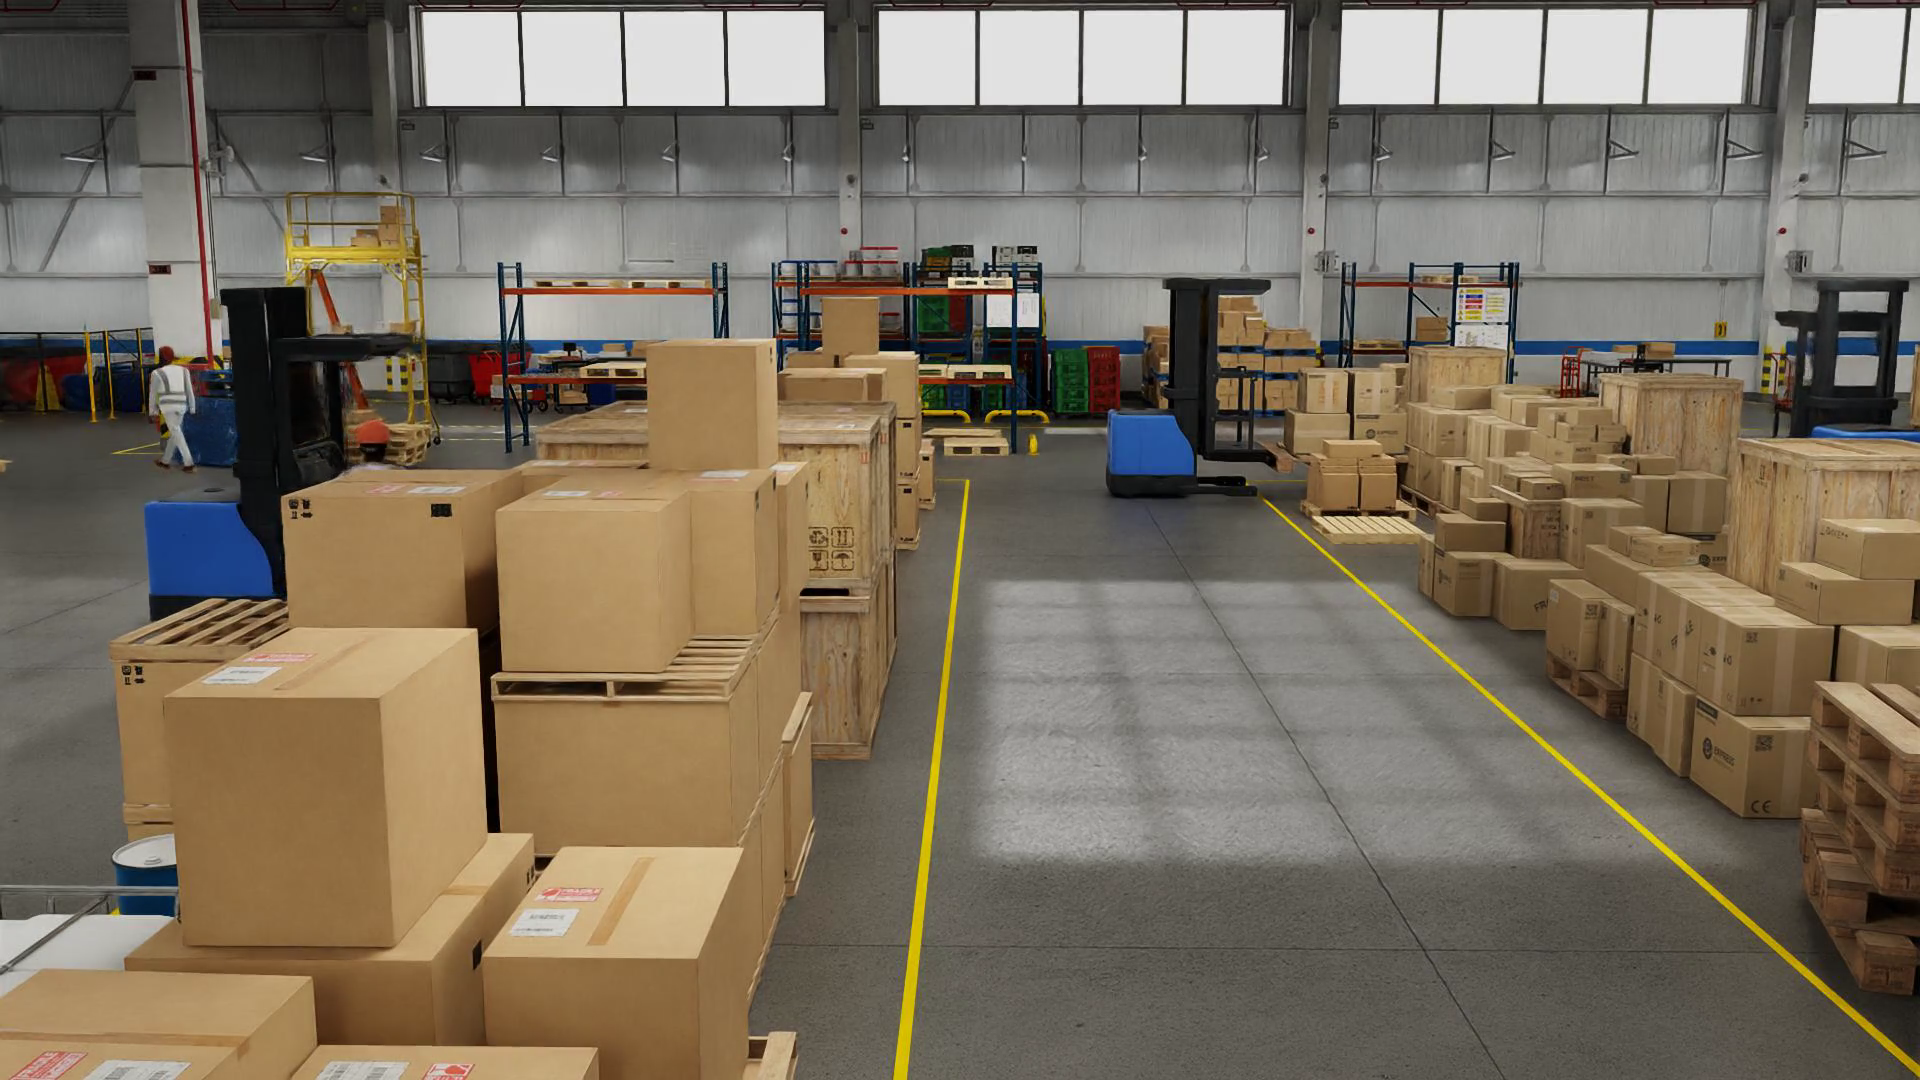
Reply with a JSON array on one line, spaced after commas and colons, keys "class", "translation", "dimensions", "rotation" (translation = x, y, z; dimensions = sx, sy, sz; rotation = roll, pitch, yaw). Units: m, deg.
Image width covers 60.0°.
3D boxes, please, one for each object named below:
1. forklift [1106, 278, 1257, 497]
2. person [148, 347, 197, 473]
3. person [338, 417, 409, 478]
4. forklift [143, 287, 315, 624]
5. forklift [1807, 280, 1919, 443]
[{"class": "forklift", "translation": [2.884, -2.007, 21.659], "dimensions": [1.873, 2.768, 1.129], "rotation": [0, 9, 1]}, {"class": "person", "translation": [-11.408, -1.877, 24.042], "dimensions": [1.007, 1.826, 0.591], "rotation": [6, 11, 31]}, {"class": "person", "translation": [-4.270, 0.061, 12.194], "dimensions": [0.550, 1.916, 0.878], "rotation": [0, 9, 0]}, {"class": "forklift", "translation": [-5.734, -0.714, 13.915], "dimensions": [1.873, 2.768, 1.129], "rotation": [0, 9, 1]}, {"class": "forklift", "translation": [10.700, -1.716, 19.914], "dimensions": [1.129, 2.768, 1.873], "rotation": [0, 9, 1]}]
